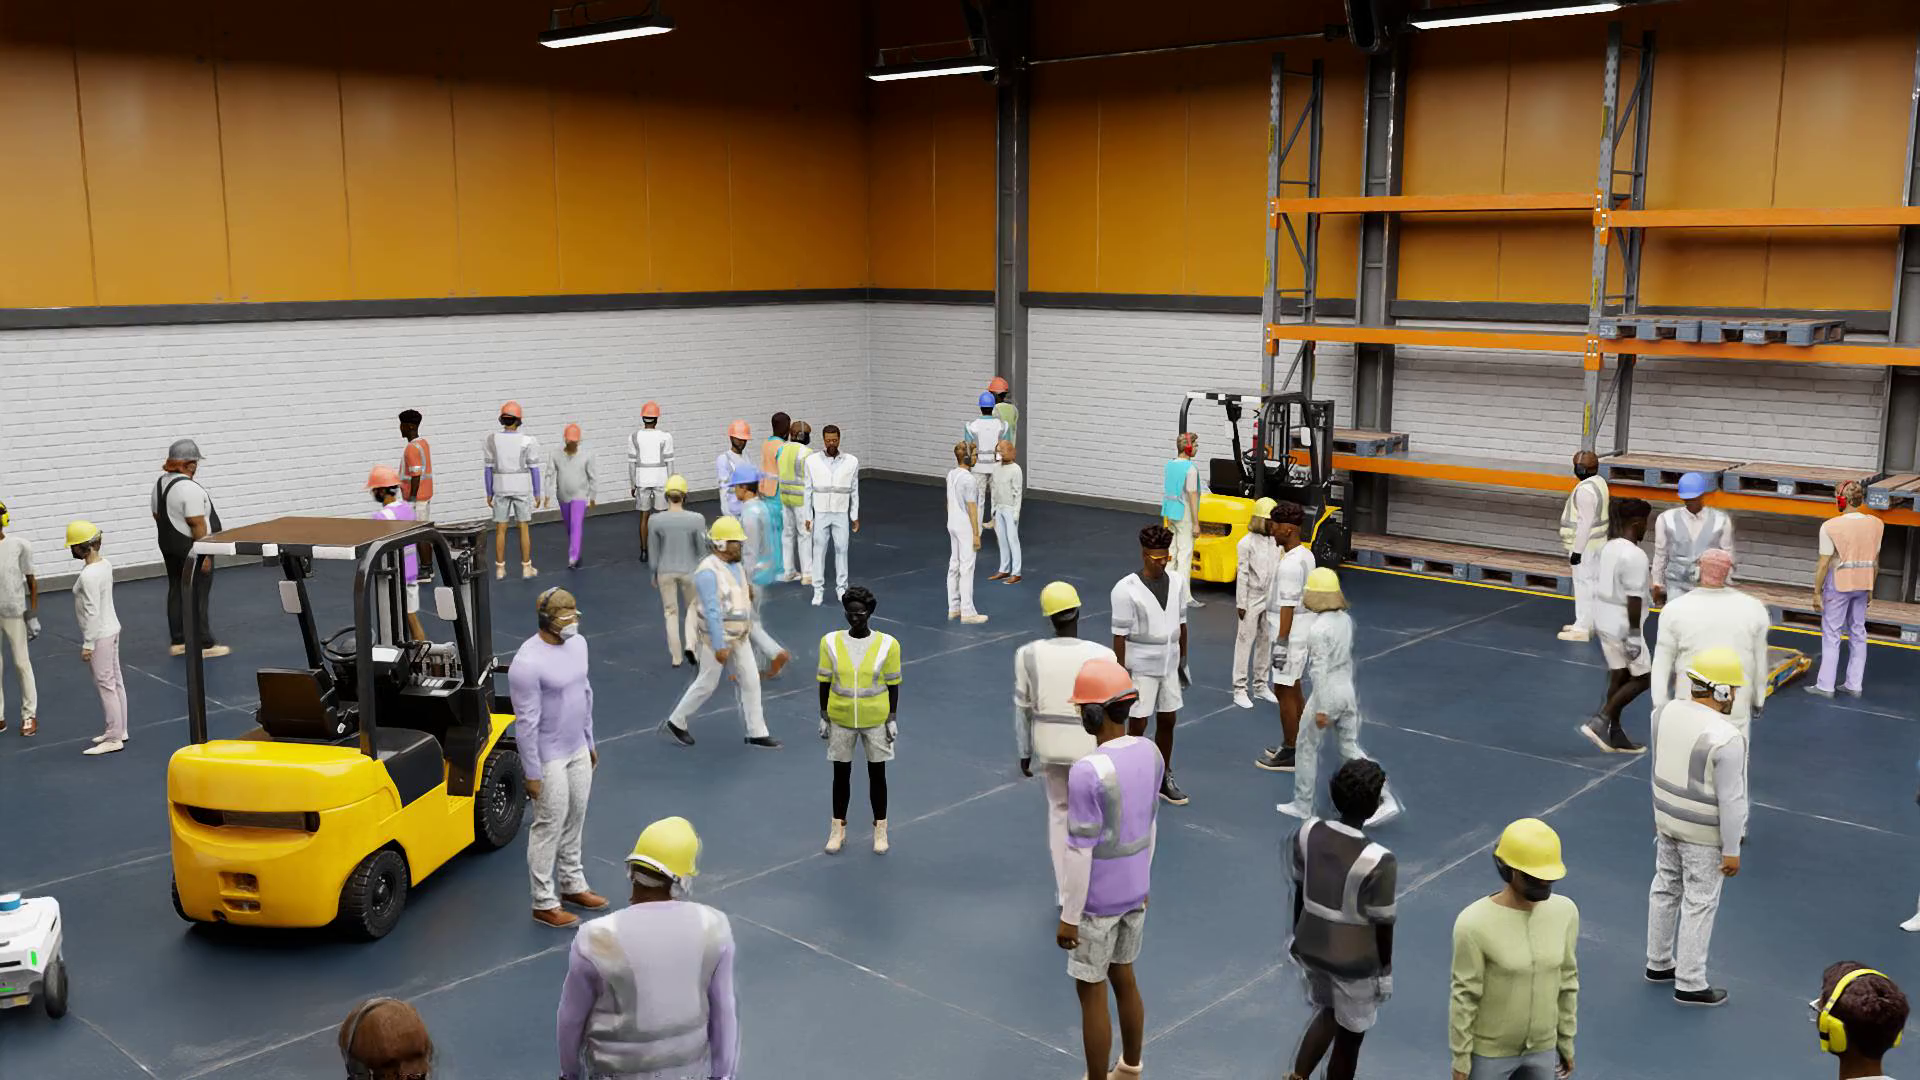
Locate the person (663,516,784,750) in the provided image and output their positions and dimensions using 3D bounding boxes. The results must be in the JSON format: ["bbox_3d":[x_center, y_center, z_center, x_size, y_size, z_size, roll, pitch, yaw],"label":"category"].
[{"bbox_3d":[-1.816,0.698,12.479,0.896,1.796,0.589,4,11,22],"label":"person"}]

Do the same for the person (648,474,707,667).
[{"bbox_3d":[-2.533,0.287,14.933,0.529,1.754,0.390,-1,10,-7],"label":"person"}]

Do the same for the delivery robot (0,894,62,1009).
[{"bbox_3d":[-4.713,2.007,8.277,0.477,0.478,0.707,-4,11,-20],"label":"delivery robot"}]

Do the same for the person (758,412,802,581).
[{"bbox_3d":[-2.077,-0.494,18.924,0.392,1.914,0.587,-5,11,-27],"label":"person"}]

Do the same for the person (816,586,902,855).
[{"bbox_3d":[-0.629,1.118,10.357,0.535,1.697,0.318,1,10,4],"label":"person"}]

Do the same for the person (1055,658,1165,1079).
[{"bbox_3d":[0.619,1.511,7.196,0.407,2.029,0.612,8,13,37],"label":"person"}]

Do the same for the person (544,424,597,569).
[{"bbox_3d":[-4.620,-0.533,19.767,0.566,1.697,0.939,0,10,2],"label":"person"}]

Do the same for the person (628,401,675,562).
[{"bbox_3d":[-3.700,-0.694,19.990,0.545,1.938,0.361,-1,10,-5],"label":"person"}]

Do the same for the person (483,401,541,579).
[{"bbox_3d":[-5.113,-0.566,19.029,0.621,2.030,0.440,-1,10,-7],"label":"person"}]

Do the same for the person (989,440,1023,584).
[{"bbox_3d":[0.523,-0.324,18.778,0.277,1.627,0.505,-7,12,-34],"label":"person"}]

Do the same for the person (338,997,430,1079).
[{"bbox_3d":[-1.509,2.100,4.470,0.649,1.799,0.774,-7,12,-33],"label":"person"}]

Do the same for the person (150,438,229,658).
[{"bbox_3d":[-7.094,0.065,15.373,0.688,2.000,0.536,7,12,36],"label":"person"}]

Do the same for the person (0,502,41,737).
[{"bbox_3d":[-7.373,0.599,12.819,0.513,1.871,0.329,-2,10,-10],"label":"person"}]

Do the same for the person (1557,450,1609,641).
[{"bbox_3d":[5.995,0.054,16.013,0.430,1.841,0.624,6,12,31],"label":"person"}]

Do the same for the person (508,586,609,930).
[{"bbox_3d":[-2.244,1.199,9.252,0.367,1.929,0.637,4,11,20],"label":"person"}]

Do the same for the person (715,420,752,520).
[{"bbox_3d":[-2.386,-0.331,17.937,0.376,1.933,0.545,5,11,26],"label":"person"}]

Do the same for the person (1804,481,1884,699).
[{"bbox_3d":[7.409,0.426,13.907,0.559,1.836,0.394,-2,10,-10],"label":"person"}]

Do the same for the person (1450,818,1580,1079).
[{"bbox_3d":[2.015,1.847,6.039,0.518,1.758,0.337,-3,10,-16],"label":"person"}]

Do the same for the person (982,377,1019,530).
[{"bbox_3d":[0.515,-1.159,22.323,0.370,2.048,0.608,8,13,39],"label":"person"}]

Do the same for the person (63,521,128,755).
[{"bbox_3d":[-6.462,0.723,12.437,0.323,1.761,0.523,-3,10,-14],"label":"person"}]

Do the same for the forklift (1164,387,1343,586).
[{"bbox_3d":[3.298,-0.608,18.767,1.214,2.155,2.313,9,13,42],"label":"forklift"}]

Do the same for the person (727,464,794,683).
[{"bbox_3d":[-1.760,0.305,14.353,0.492,1.921,0.617,0,10,1],"label":"person"}]

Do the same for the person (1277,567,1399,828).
[{"bbox_3d":[2.496,1.032,10.832,0.783,1.701,0.510,9,13,41],"label":"person"}]

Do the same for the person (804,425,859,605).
[{"bbox_3d":[-1.359,-0.271,17.630,0.588,1.920,0.391,-2,10,-10],"label":"person"}]

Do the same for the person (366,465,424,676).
[{"bbox_3d":[-4.859,0.313,14.274,0.378,1.933,0.550,2,10,12],"label":"person"}]

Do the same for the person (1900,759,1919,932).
[{"bbox_3d":[5.432,1.390,8.983,0.315,1.636,0.515,-6,11,-29],"label":"person"}]

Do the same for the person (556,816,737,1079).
[{"bbox_3d":[-1.138,1.856,5.944,0.574,1.770,0.814,-7,12,-36],"label":"person"}]

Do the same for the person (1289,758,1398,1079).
[{"bbox_3d":[1.596,1.723,6.934,0.365,1.679,0.556,-7,12,-33],"label":"person"}]

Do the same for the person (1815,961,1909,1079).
[{"bbox_3d":[2.399,2.059,4.549,0.514,1.861,0.322,-2,10,-10],"label":"person"}]

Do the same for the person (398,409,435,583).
[{"bbox_3d":[-6.153,-0.502,18.811,0.361,1.964,0.613,-1,10,-7],"label":"person"}]

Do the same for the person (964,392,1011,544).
[{"bbox_3d":[0.351,-0.907,21.163,0.605,1.951,0.383,-1,10,-4],"label":"person"}]

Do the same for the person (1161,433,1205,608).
[{"bbox_3d":[2.328,-0.207,17.479,0.388,1.844,0.563,-4,11,-22],"label":"person"}]

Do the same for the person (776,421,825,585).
[{"bbox_3d":[-1.808,-0.421,18.728,0.624,1.838,0.430,9,13,42],"label":"person"}]

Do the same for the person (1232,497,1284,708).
[{"bbox_3d":[2.487,0.507,13.704,0.492,1.742,0.321,-6,12,-32],"label":"person"}]

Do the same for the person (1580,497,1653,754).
[{"bbox_3d":[4.913,0.650,12.343,0.444,1.935,0.664,0,10,-1],"label":"person"}]

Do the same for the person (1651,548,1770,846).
[{"bbox_3d":[4.730,0.999,10.502,0.707,1.898,0.432,3,11,19],"label":"person"}]

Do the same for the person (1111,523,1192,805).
[{"bbox_3d":[1.291,0.845,11.186,0.621,1.952,0.384,-6,12,-31],"label":"person"}]

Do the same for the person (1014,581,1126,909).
[{"bbox_3d":[0.626,1.182,9.418,0.649,1.895,0.407,3,10,18],"label":"person"}]

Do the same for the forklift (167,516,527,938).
[{"bbox_3d":[-3.583,0.976,9.748,1.214,2.155,2.313,2,10,11],"label":"forklift"}]

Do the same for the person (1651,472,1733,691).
[{"bbox_3d":[6.179,0.360,14.081,0.624,1.907,0.537,4,11,22],"label":"person"}]

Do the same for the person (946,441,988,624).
[{"bbox_3d":[0.051,-0.081,16.758,0.344,1.847,0.504,-6,11,-29],"label":"person"}]

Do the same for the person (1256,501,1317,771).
[{"bbox_3d":[2.393,0.690,12.065,0.378,1.953,0.620,4,11,21],"label":"person"}]

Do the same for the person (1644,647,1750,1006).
[{"bbox_3d":[3.677,1.422,8.292,0.403,1.818,0.601,-3,10,-15],"label":"person"}]
